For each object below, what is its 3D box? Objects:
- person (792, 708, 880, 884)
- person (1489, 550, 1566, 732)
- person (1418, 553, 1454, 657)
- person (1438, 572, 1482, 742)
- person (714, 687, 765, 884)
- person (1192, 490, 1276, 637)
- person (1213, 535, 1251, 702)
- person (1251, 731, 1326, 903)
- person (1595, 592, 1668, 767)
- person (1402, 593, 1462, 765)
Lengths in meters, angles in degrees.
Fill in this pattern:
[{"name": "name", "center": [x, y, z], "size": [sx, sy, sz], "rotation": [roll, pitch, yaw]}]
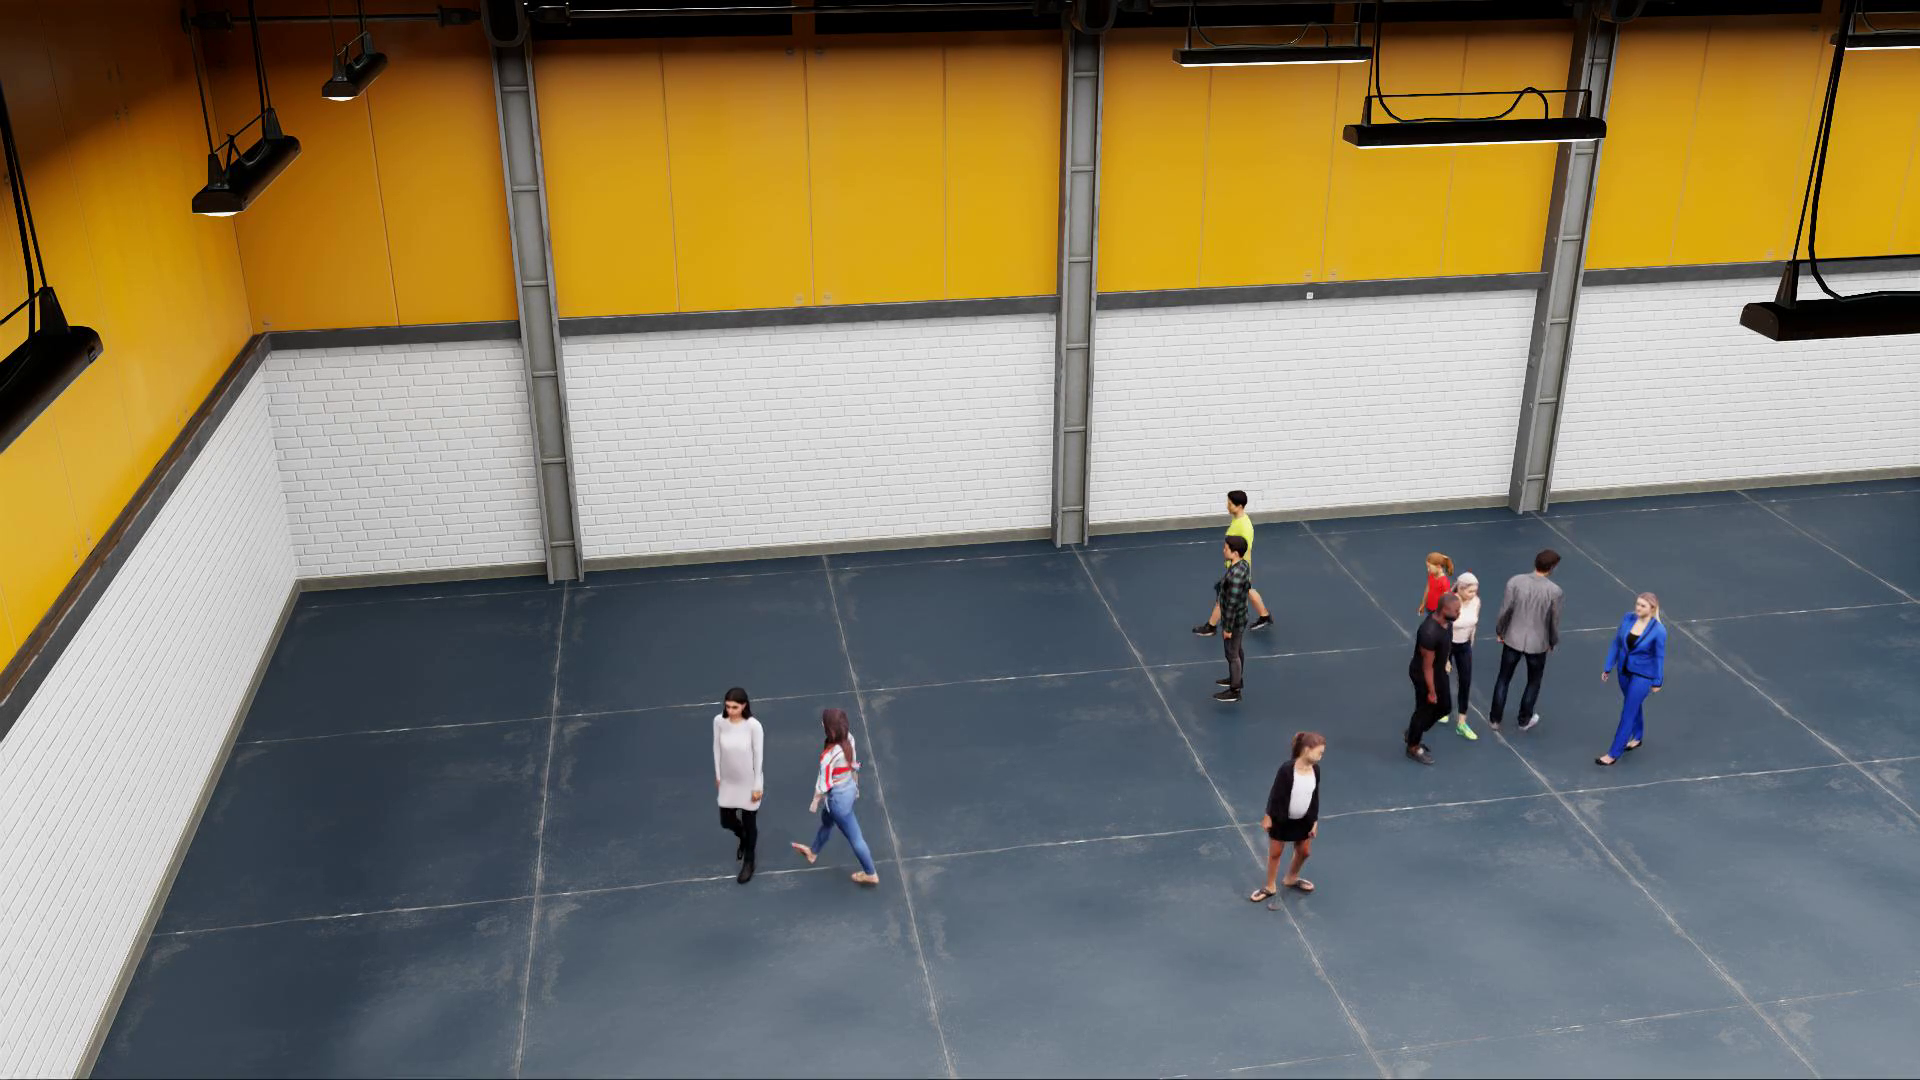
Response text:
[{"name": "person", "center": [-0.888, 2.115, 13.511], "size": [1.133, 1.567, 0.921], "rotation": [8, 25, 17]}, {"name": "person", "center": [5.391, 0.973, 15.766], "size": [0.786, 1.853, 0.888], "rotation": [5, 24, 12]}, {"name": "person", "center": [4.939, 0.724, 17.042], "size": [0.674, 1.287, 0.560], "rotation": [-7, 25, -15]}, {"name": "person", "center": [4.659, 1.012, 15.909], "size": [0.902, 1.667, 0.753], "rotation": [-8, 25, -18]}, {"name": "person", "center": [-1.735, 1.945, 13.617], "size": [0.762, 1.794, 0.814], "rotation": [8, 25, 17]}, {"name": "person", "center": [3.028, 0.266, 17.624], "size": [1.167, 1.660, 0.762], "rotation": [0, 24, 0]}, {"name": "person", "center": [2.671, 0.730, 16.157], "size": [0.674, 1.709, 0.736], "rotation": [6, 24, 13]}, {"name": "person", "center": [2.598, 2.211, 13.337], "size": [0.464, 1.531, 0.760], "rotation": [2, 24, 5]}, {"name": "person", "center": [6.309, 1.239, 15.387], "size": [1.105, 1.670, 0.848], "rotation": [-13, 27, -26]}, {"name": "person", "center": [4.208, 1.243, 15.227], "size": [0.923, 1.789, 0.854], "rotation": [15, 28, 31]}]
